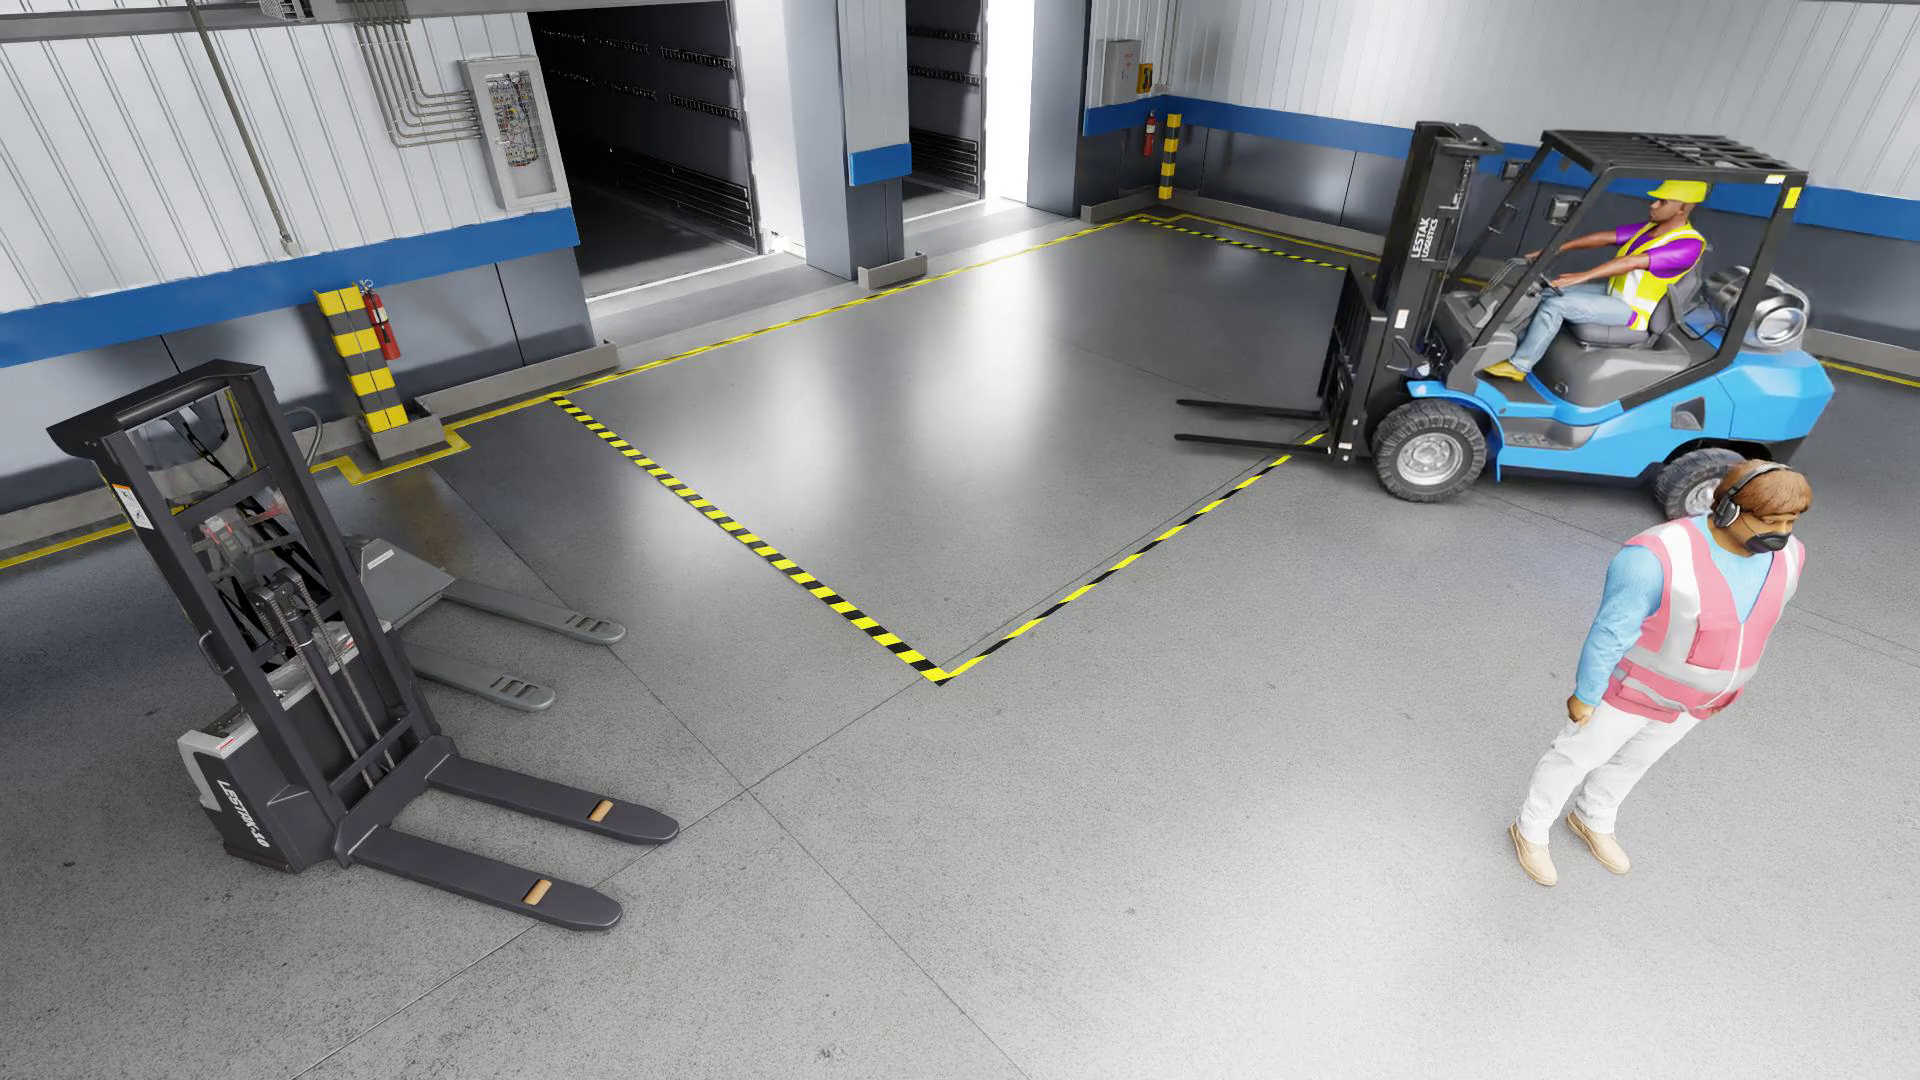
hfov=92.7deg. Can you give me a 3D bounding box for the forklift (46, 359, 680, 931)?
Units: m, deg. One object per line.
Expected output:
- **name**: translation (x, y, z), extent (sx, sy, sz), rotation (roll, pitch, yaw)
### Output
- **forklift**: translation (-2.135, 0.422, 3.354), extent (1.885, 1.965, 0.823), rotation (10, 35, 14)

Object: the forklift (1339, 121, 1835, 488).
- **forklift**: translation (3.935, -1.460, 5.805), extent (2.680, 2.036, 1.157), rotation (7, 35, 10)

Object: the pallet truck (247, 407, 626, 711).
- **pallet truck**: translation (-2.628, 0.038, 4.590), extent (1.601, 1.201, 0.680), rotation (12, 36, 18)

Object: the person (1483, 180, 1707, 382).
- **person**: translation (3.878, -1.626, 5.716), extent (1.004, 1.294, 0.635), rotation (7, 35, 10)

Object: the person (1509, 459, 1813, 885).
- **person**: translation (2.519, 0.536, 3.324), extent (0.626, 1.843, 0.429), rotation (-5, 34, -7)
